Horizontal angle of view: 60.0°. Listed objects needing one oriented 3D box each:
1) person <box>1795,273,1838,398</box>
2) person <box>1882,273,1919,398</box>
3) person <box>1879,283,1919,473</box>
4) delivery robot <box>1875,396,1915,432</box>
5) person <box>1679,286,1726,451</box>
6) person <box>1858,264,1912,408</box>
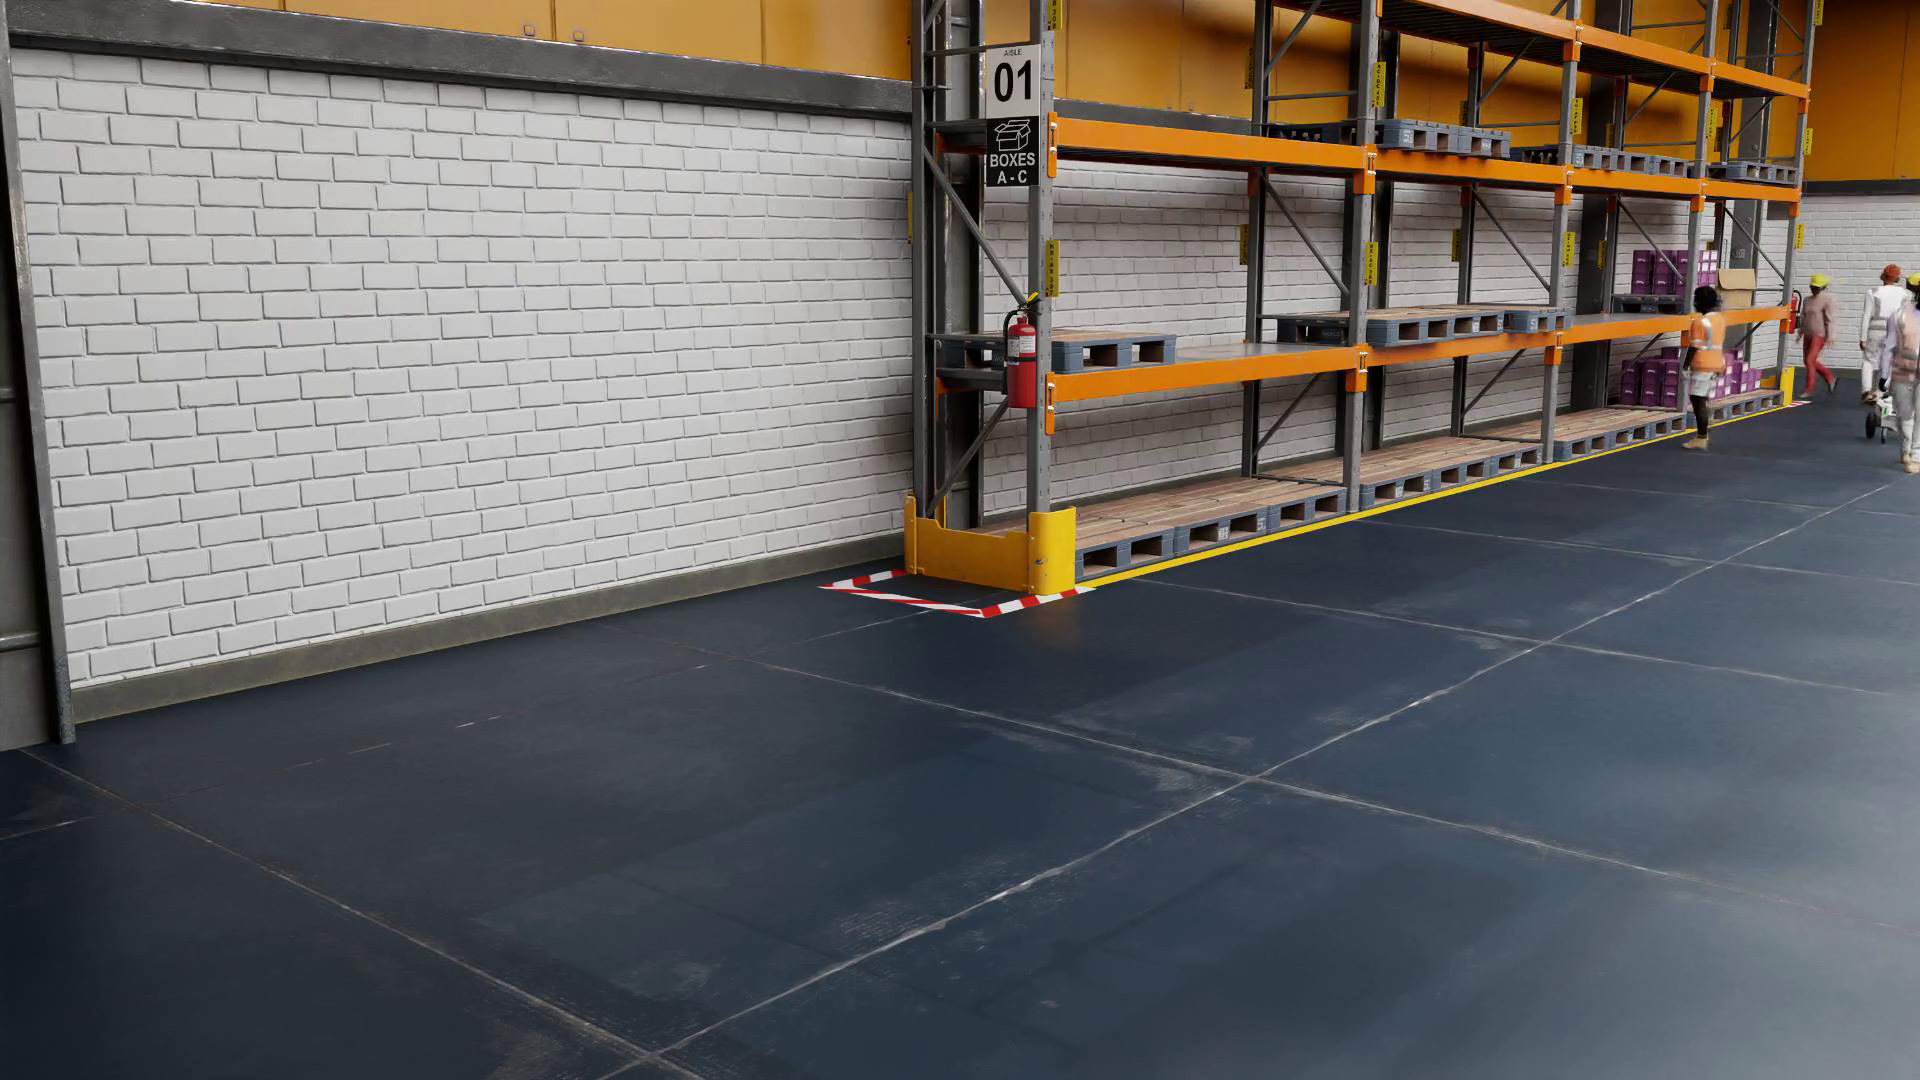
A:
[{"bbox_3d":[11.921,-2.830,23.025,0.678,1.738,0.550,-2,10,-13],"label":"person"},{"bbox_3d":[13.000,-2.783,22.793,0.432,1.733,0.569,-5,11,-28],"label":"person"},{"bbox_3d":[9.037,-1.566,15.681,0.626,1.814,0.911,7,12,34],"label":"person"},{"bbox_3d":[10.063,-1.374,17.867,0.477,0.478,0.707,4,11,22],"label":"delivery robot"},{"bbox_3d":[7.576,-1.760,17.069,0.555,1.686,0.439,-9,13,-41],"label":"person"},{"bbox_3d":[12.019,-2.651,21.663,0.583,1.868,0.425,2,10,13],"label":"person"}]
